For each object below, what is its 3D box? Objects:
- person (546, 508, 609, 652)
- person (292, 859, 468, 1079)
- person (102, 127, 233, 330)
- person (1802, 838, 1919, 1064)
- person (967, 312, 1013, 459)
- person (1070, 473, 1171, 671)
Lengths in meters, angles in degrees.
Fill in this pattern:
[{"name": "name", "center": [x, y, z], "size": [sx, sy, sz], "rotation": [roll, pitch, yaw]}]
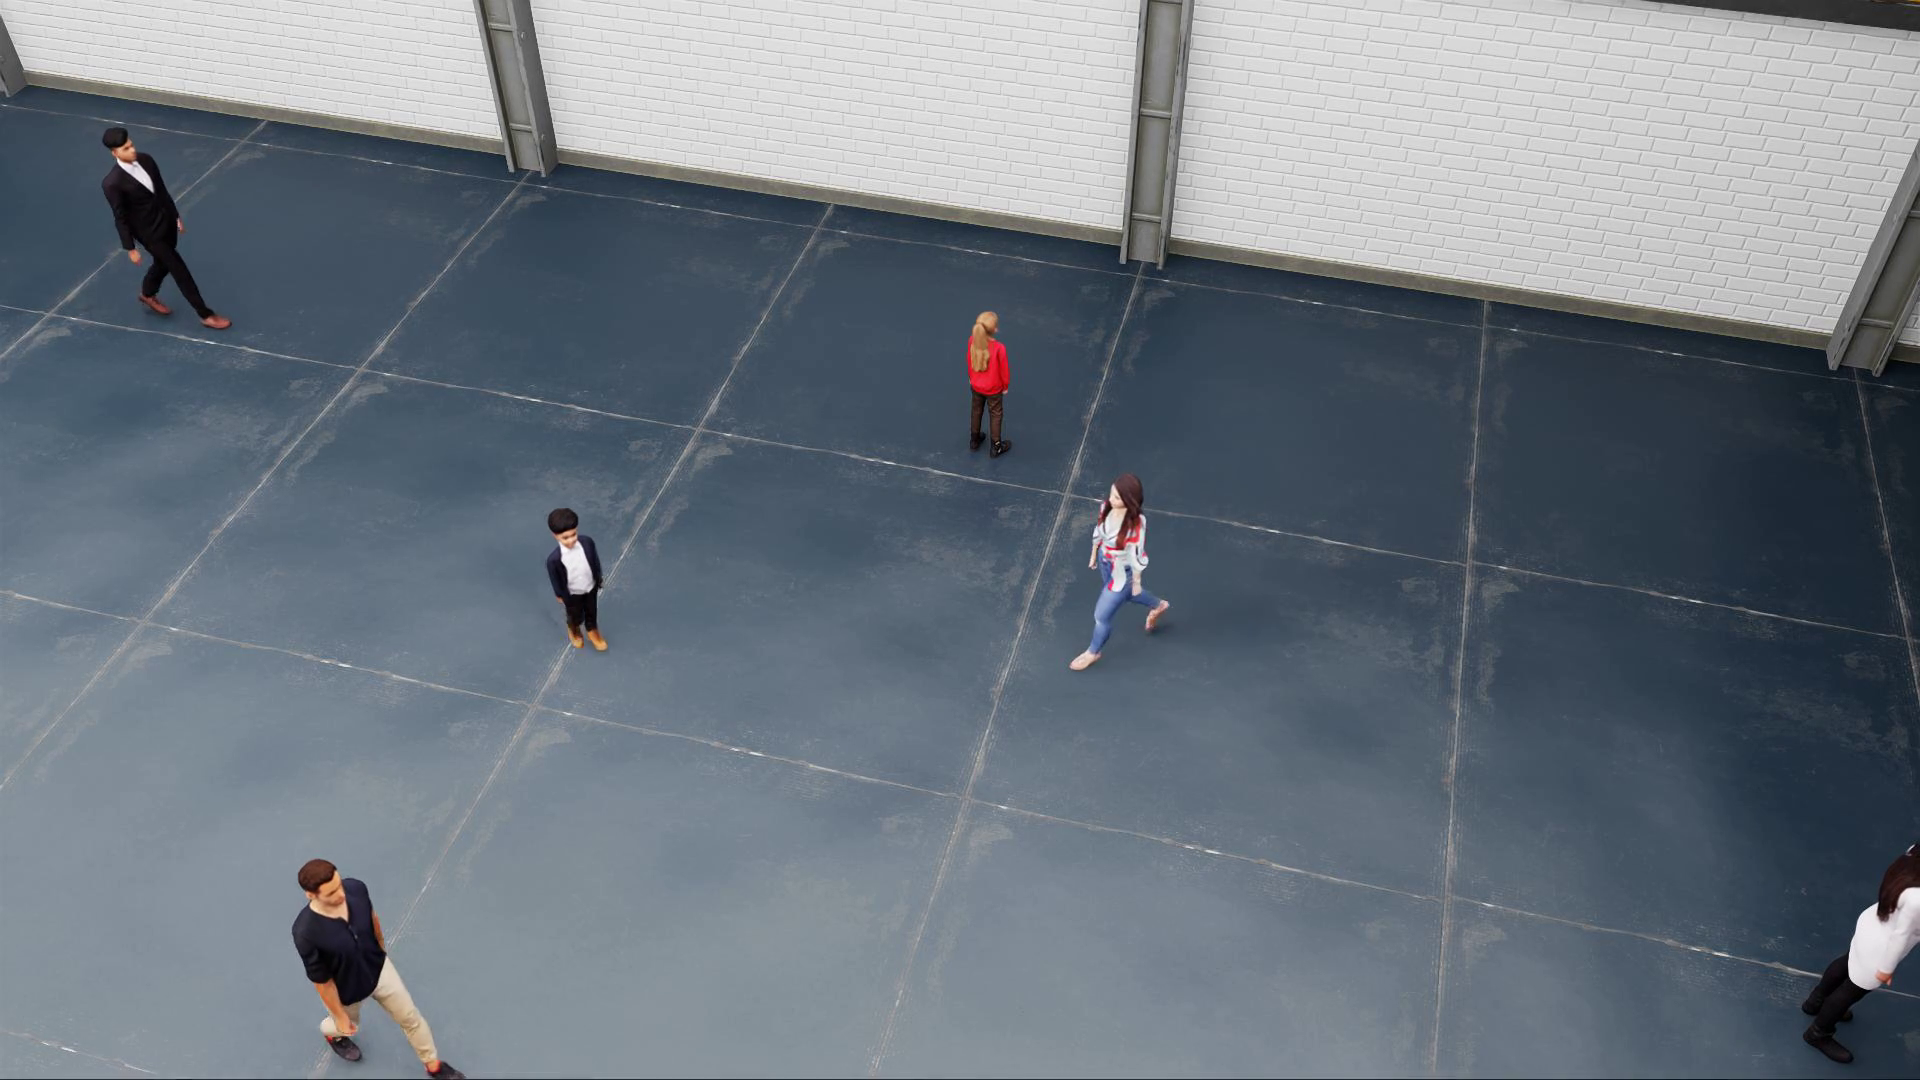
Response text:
[{"name": "person", "center": [-2.597, 0.246, 11.184], "size": [0.607, 1.218, 0.656], "rotation": [-30, 51, -28]}, {"name": "person", "center": [-3.199, 2.261, 8.630], "size": [1.216, 1.824, 0.899], "rotation": [24, 49, 24]}, {"name": "person", "center": [-6.692, -2.564, 13.677], "size": [1.149, 1.847, 0.711], "rotation": [11, 45, 12]}, {"name": "person", "center": [4.870, 2.103, 8.806], "size": [0.581, 1.809, 0.637], "rotation": [17, 46, 17]}, {"name": "person", "center": [0.207, -1.193, 12.649], "size": [0.493, 1.281, 0.606], "rotation": [21, 48, 21]}, {"name": "person", "center": [1.123, 0.165, 11.007], "size": [1.098, 1.580, 1.047], "rotation": [-21, 47, -20]}]
